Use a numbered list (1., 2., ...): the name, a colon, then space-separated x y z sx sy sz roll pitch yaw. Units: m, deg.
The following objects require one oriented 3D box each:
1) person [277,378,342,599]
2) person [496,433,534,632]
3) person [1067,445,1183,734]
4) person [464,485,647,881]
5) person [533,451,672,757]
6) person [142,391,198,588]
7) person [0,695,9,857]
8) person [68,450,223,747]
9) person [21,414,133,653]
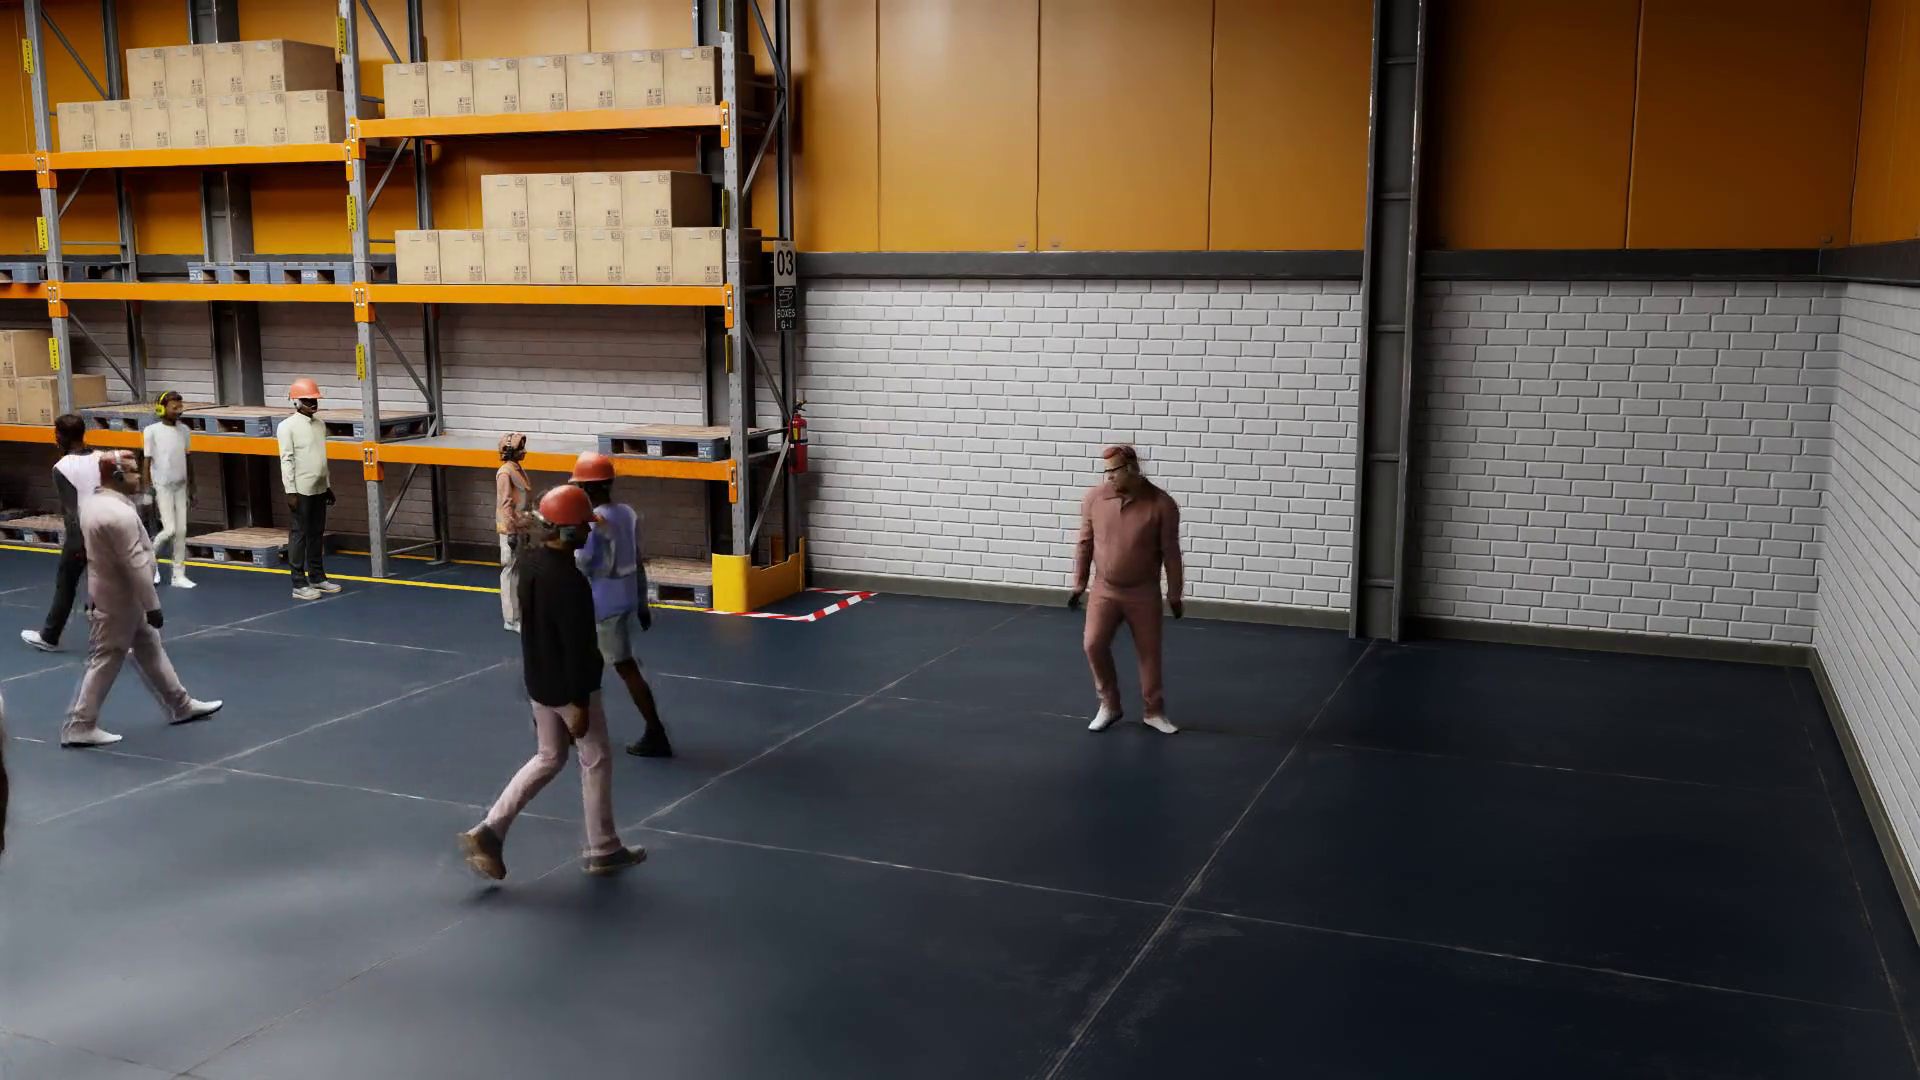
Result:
1. person: -5.922 -0.471 15.131 0.378 1.995 0.609 2 10 14
2. person: -3.679 -0.066 13.753 0.308 1.640 0.511 -1 9 -4
3. person: 1.056 0.321 10.689 0.742 1.878 0.460 3 10 19
4. person: -1.987 0.708 8.088 0.825 1.968 0.619 -9 13 -43
5. person: -2.220 0.397 10.211 1.006 1.876 0.561 3 10 18
6. person: -7.399 -0.468 15.508 0.475 1.859 0.560 4 10 25
7. person: -3.831 1.114 6.157 0.571 1.793 0.914 -5 11 -30
8. person: -5.271 0.350 10.596 0.973 1.851 0.657 -7 12 -36
9. person: -6.861 -0.041 12.923 0.987 1.868 0.598 2 10 15
